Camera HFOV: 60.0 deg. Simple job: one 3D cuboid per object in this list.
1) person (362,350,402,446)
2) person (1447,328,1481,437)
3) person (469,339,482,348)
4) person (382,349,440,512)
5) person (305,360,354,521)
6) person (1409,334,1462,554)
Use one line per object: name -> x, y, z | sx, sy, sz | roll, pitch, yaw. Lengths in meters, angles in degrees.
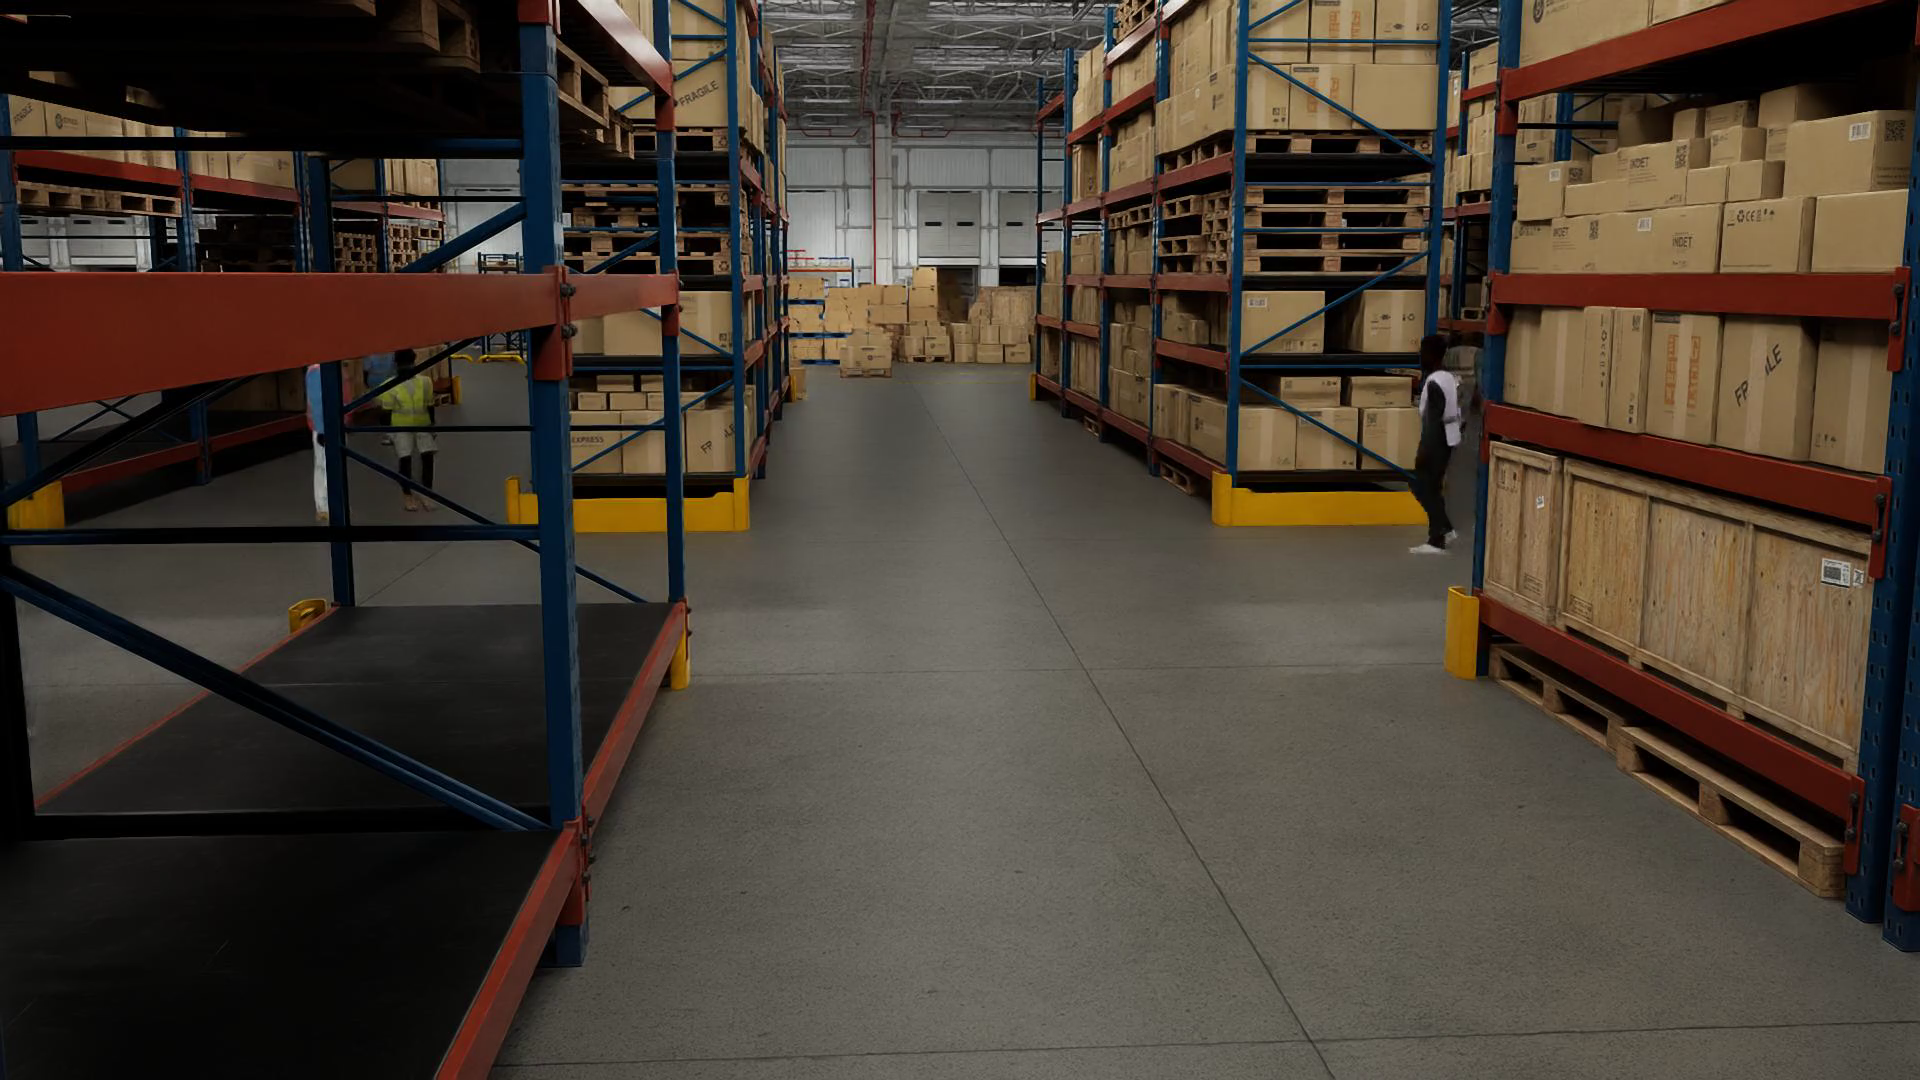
person -> -8.114, -2.149, 23.363 | 0.563, 1.671, 0.634 | -1, 9, -8
person -> 7.468, -2.315, 24.621 | 0.514, 1.625, 0.471 | -1, 9, -4
person -> -15.961, -7.275, 54.816 | 0.390, 1.920, 0.587 | -8, 12, -40
person -> -5.508, -1.089, 16.739 | 0.546, 1.667, 0.702 | -6, 11, -31
person -> -6.181, -1.103, 16.355 | 0.432, 1.833, 0.654 | 0, 9, 2
person -> 4.072, -0.809, 14.290 | 0.451, 1.904, 0.591 | 3, 10, 20
